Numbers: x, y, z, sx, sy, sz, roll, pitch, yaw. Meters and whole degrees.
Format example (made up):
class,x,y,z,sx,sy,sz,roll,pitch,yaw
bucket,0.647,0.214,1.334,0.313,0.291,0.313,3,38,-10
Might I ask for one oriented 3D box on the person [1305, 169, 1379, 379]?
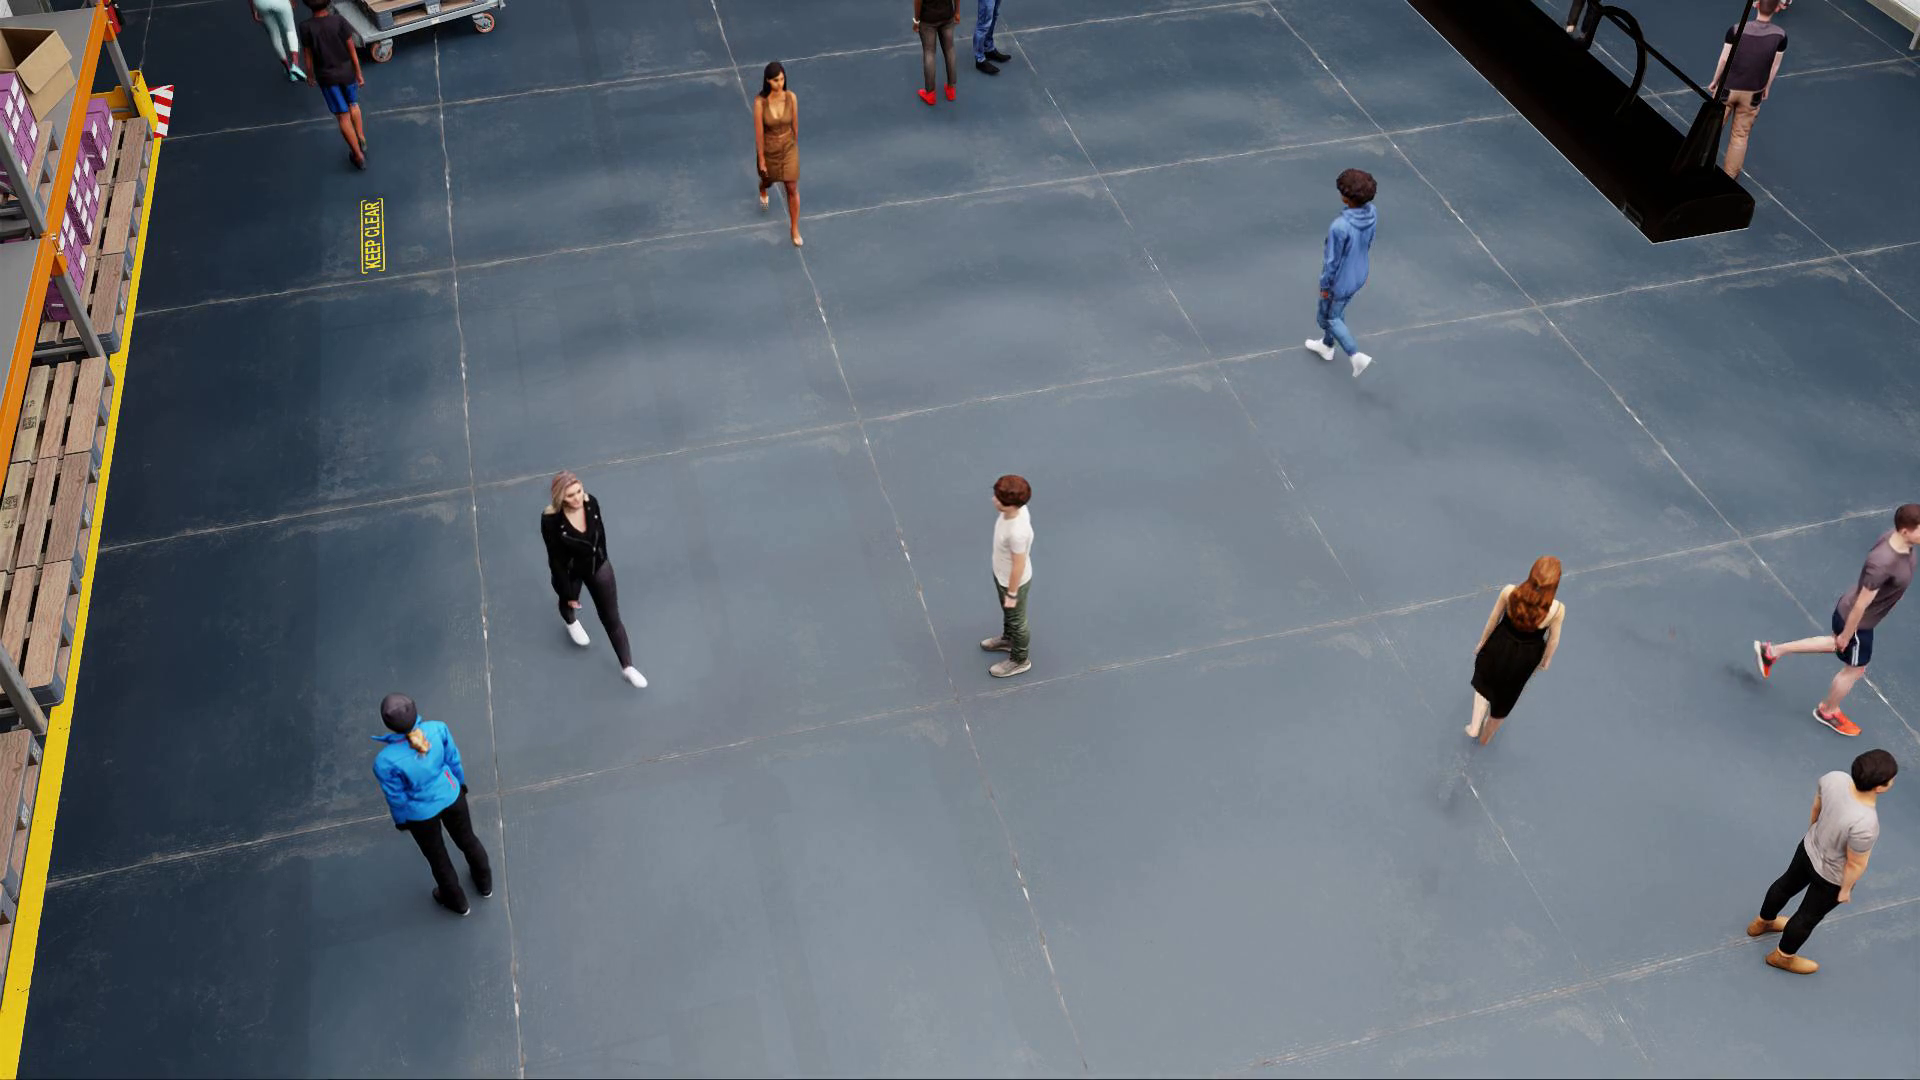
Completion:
class,x,y,z,sx,sy,sz,roll,pitch,yaw
person,3.061,-2.040,13.015,0.921,1.786,1.080,-28,50,-26

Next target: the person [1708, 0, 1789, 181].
class,x,y,z,sx,sy,sz,roll,pitch,yaw
person,7.115,-4.131,15.171,0.774,1.841,0.795,14,45,14

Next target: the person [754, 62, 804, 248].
class,x,y,z,sx,sy,sz,roll,pitch,yaw
person,-1.632,-3.421,14.554,0.639,1.663,1.058,-16,46,-16

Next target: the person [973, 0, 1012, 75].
class,x,y,z,sx,sy,sz,roll,pitch,yaw
person,0.294,-5.664,16.741,0.820,1.894,0.727,16,46,16

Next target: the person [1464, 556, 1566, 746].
class,x,y,z,sx,sy,sz,roll,pitch,yaw
person,3.373,0.746,10.216,0.746,1.613,0.804,20,47,20

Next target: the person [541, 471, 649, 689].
class,x,y,z,sx,sy,sz,roll,pitch,yaw
person,-2.509,0.180,10.792,0.919,1.638,1.227,-28,50,-26

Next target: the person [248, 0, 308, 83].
class,x,y,z,sx,sy,sz,roll,pitch,yaw
person,-6.804,-5.278,16.467,0.662,1.714,0.932,-18,46,-18

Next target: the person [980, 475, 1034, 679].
class,x,y,z,sx,sy,sz,roll,pitch,yaw
person,0.338,0.220,10.738,0.660,1.654,0.510,-5,44,-5

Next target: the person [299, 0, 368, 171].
class,x,y,z,sx,sy,sz,roll,pitch,yaw
person,-5.725,-4.249,15.342,0.770,1.775,0.894,-28,50,-26

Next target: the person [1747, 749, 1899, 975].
class,x,y,z,sx,sy,sz,roll,pitch,yaw
person,4.743,1.734,9.098,0.702,1.725,0.522,-3,44,-4

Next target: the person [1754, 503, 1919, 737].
class,x,y,z,sx,sy,sz,roll,pitch,yaw
person,5.547,0.424,10.395,1.138,1.833,1.022,29,51,27

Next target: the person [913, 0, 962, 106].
class,x,y,z,sx,sy,sz,roll,pitch,yaw
person,-0.230,-5.148,16.265,0.661,1.804,0.549,-15,46,-15

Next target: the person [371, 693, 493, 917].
class,x,y,z,sx,sy,sz,roll,pitch,yaw
person,-2.948,1.482,9.311,0.690,1.795,0.681,-33,53,-30
